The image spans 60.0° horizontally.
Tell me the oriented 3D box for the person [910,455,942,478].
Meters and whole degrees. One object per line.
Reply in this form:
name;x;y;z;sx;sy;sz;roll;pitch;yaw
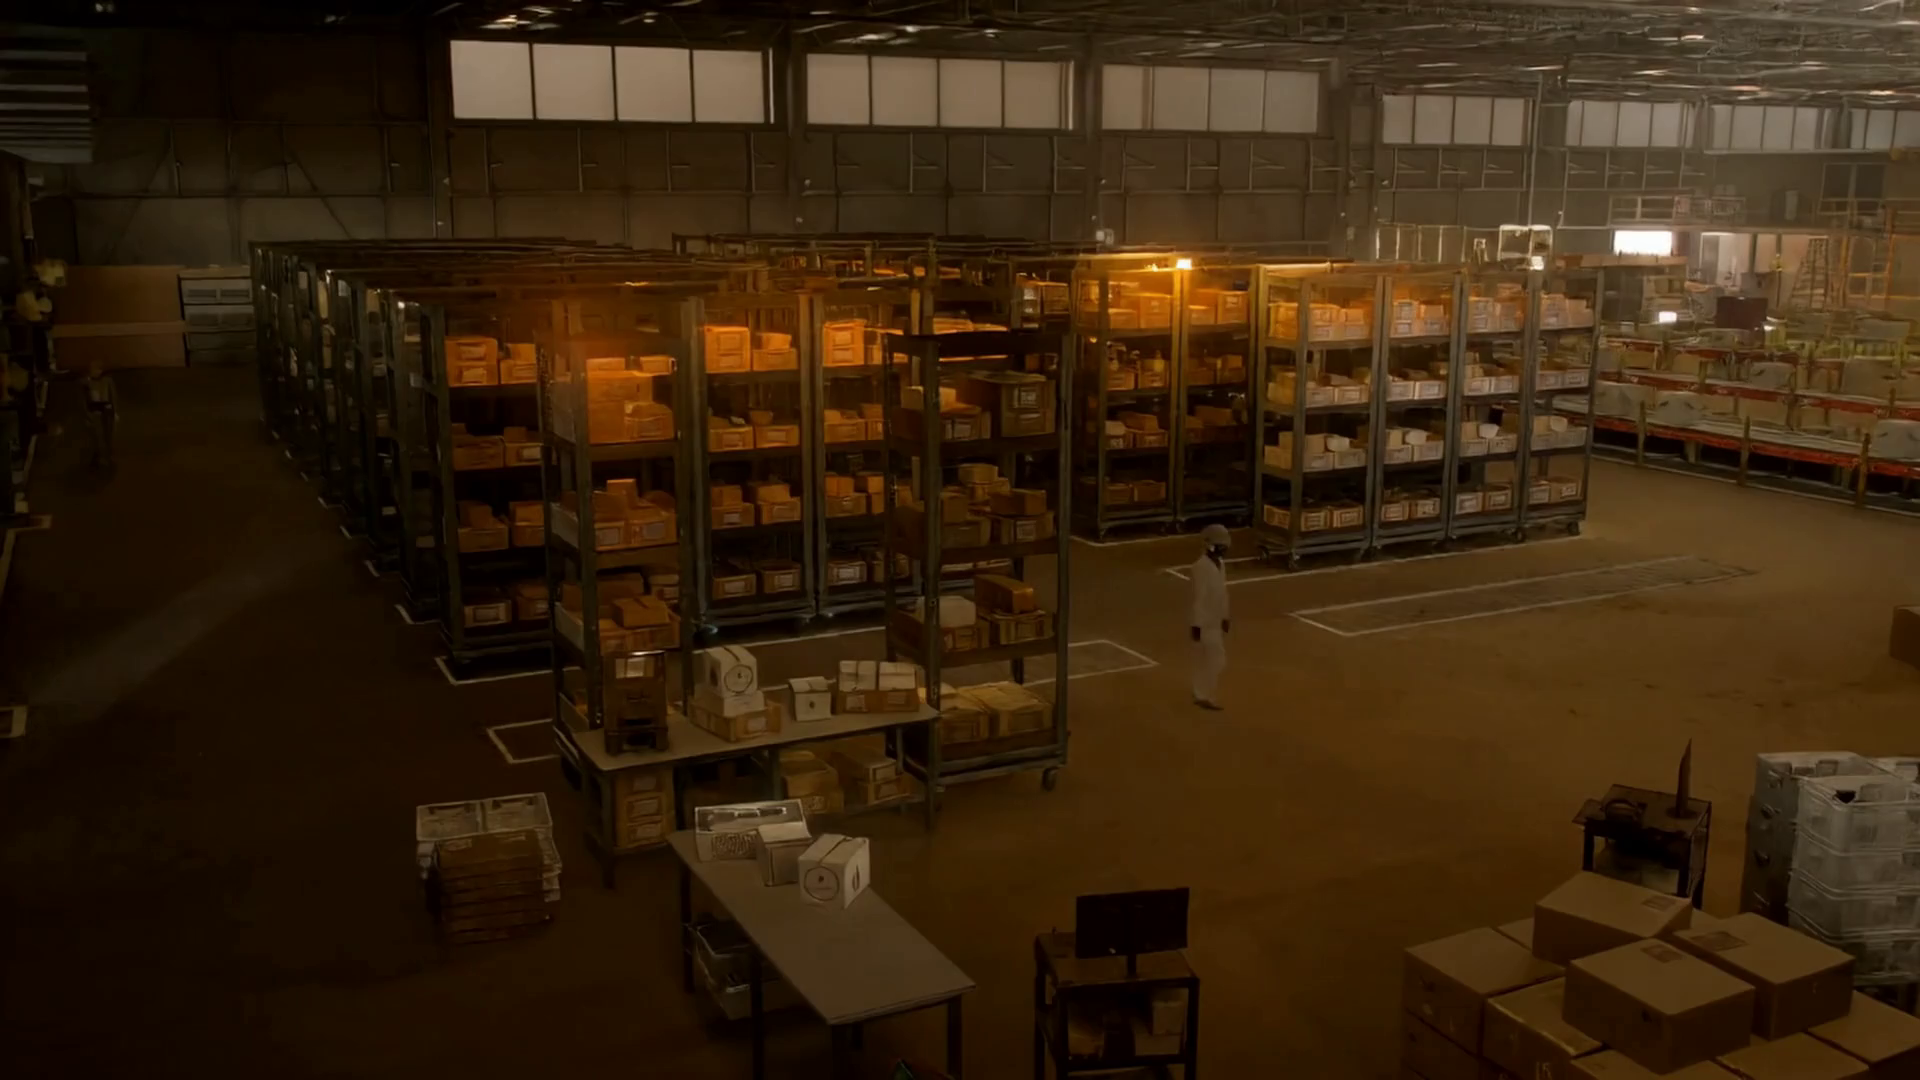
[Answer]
person;-0.534;-1.149;23.311;0.566;1.849;0.387;-6;14;-26

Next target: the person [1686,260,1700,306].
person;27.905;-9.709;63.267;0.577;1.884;0.353;-6;14;-26

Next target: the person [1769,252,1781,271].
person;34.230;-11.130;69.925;0.570;1.912;0.633;-8;14;-33

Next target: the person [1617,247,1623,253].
person;29.795;-12.300;75.288;0.589;1.926;0.368;-6;14;-26

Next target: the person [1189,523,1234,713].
person;2.265;0.700;14.927;0.399;1.733;0.586;6;14;27

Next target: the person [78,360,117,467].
person;-14.596;-2.157;28.156;0.600;1.804;0.826;-11;16;-42
